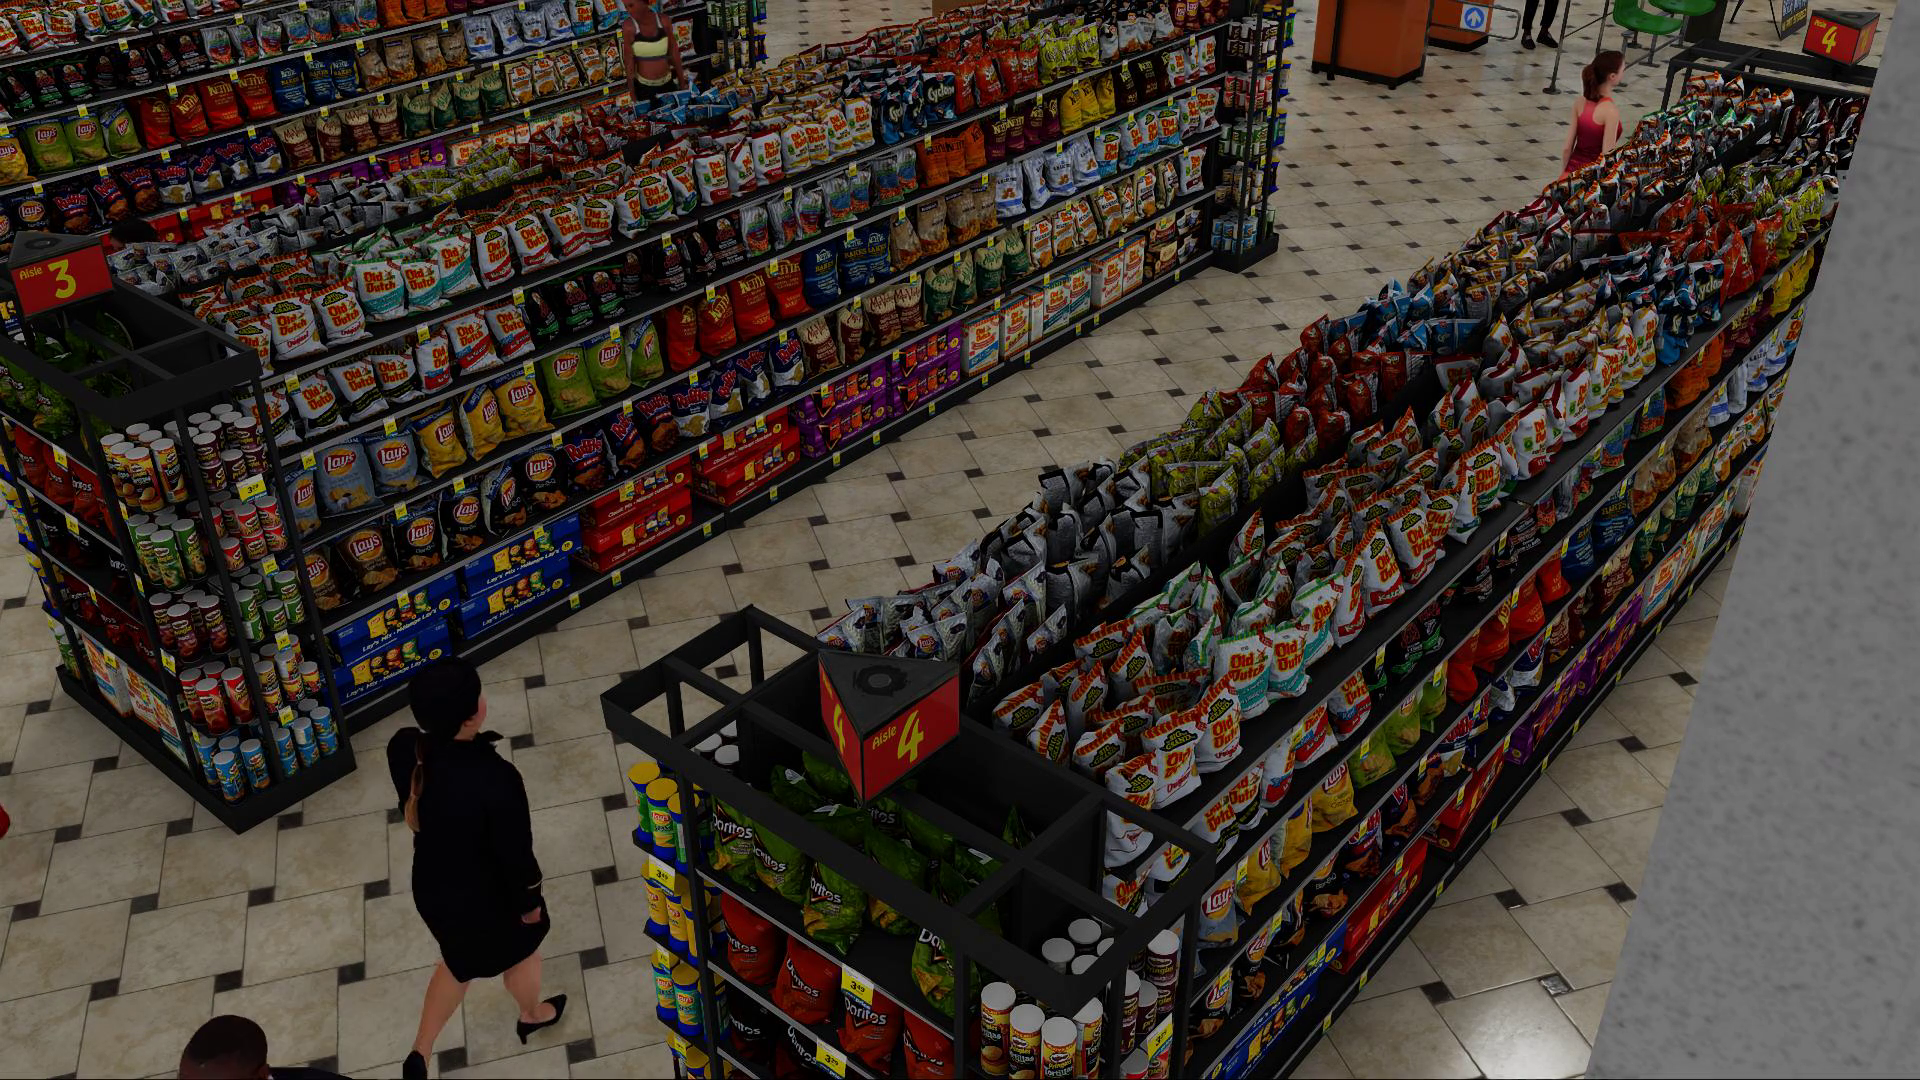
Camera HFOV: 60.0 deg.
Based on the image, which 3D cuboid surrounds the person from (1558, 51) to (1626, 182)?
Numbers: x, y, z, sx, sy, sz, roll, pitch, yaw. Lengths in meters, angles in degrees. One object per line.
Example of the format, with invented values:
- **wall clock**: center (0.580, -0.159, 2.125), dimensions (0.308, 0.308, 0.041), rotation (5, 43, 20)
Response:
- **person**: center (4.043, -2.292, 10.766), dimensions (0.669, 1.753, 0.646), rotation (-15, 35, -22)

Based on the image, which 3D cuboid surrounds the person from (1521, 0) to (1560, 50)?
- **person**: center (5.834, -5.763, 16.283), dimensions (0.697, 1.819, 0.802), rotation (-8, 33, -12)

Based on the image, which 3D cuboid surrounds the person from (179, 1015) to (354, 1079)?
- **person**: center (-1.559, 1.775, 4.182), dimensions (0.972, 1.804, 1.072), rotation (3, 32, 5)

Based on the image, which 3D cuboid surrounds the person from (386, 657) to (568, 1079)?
- **person**: center (-1.615, 1.144, 5.336), dimensions (0.842, 1.656, 1.033), rotation (15, 35, 23)

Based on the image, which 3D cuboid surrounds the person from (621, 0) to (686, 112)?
- **person**: center (-2.251, -3.357, 12.506), dimensions (0.721, 1.724, 0.925), rotation (-22, 38, -31)
